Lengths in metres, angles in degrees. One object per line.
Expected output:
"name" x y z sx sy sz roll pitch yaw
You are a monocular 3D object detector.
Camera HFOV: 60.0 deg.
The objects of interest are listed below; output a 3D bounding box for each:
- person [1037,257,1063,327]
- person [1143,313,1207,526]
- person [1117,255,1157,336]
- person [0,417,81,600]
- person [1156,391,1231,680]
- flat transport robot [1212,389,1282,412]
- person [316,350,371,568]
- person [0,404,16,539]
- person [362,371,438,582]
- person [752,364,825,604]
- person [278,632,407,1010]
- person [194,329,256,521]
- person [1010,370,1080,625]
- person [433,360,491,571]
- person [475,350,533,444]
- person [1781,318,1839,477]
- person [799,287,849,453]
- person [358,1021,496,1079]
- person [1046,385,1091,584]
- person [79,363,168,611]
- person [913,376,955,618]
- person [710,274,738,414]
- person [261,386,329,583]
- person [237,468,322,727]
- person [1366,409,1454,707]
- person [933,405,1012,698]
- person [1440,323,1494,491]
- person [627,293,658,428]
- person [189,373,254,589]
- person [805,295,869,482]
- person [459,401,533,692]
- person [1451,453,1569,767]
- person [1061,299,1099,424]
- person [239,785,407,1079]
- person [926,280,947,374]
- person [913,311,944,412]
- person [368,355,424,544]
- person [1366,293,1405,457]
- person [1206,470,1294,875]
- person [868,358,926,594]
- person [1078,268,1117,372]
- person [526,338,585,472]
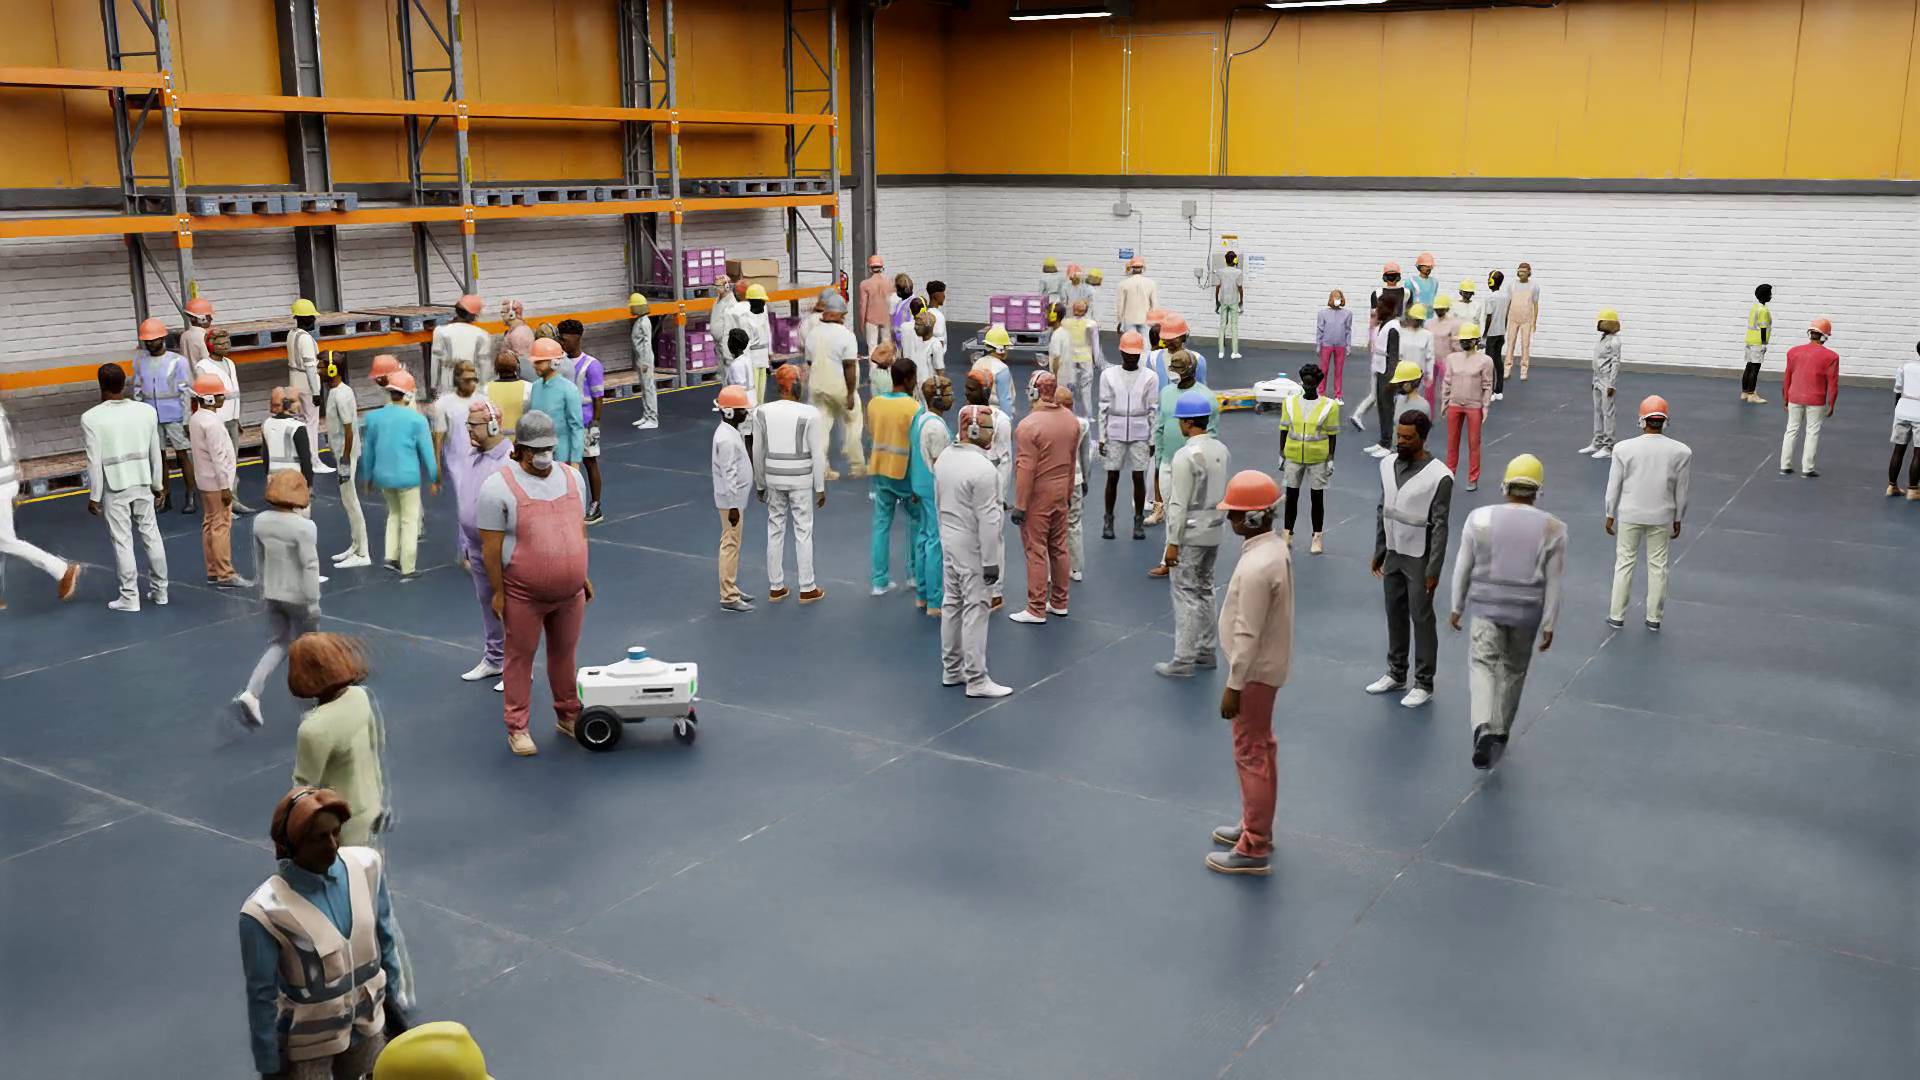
"person" 1.551 -4.172 29.621 0.512 1.697 0.866 -9 16 -33
"person" 1.991 -1.112 15.635 0.614 2.037 0.380 7 15 28
"person" 2.704 -3.358 25.478 0.622 1.990 0.402 -1 13 -6
"person" -7.341 -0.365 12.818 0.841 1.855 0.590 -5 14 -19
"person" 1.575 -0.037 11.203 0.419 1.932 0.622 10 16 36
"flat transport robot" 3.938 -1.964 23.204 1.431 0.197 0.652 -5 14 -21
"person" -5.264 -0.691 14.182 0.309 1.868 0.535 -5 14 -21
"person" -8.561 -0.648 14.502 0.515 1.636 0.315 -9 16 -34
"person" -4.627 -0.527 13.772 0.626 1.728 0.453 3 13 11
"person" -1.331 -0.435 13.032 0.584 1.884 0.337 4 14 16
"person" -2.589 1.156 6.718 0.676 1.607 0.527 0 13 1
"person" -7.151 -1.121 16.094 0.377 1.844 0.569 1 13 4
"person" 0.606 -0.321 12.494 0.407 1.906 0.654 11 17 40
"person" -4.032 -0.587 13.836 0.832 1.810 0.537 12 17 41
"person" -3.852 -0.722 14.371 0.622 1.847 0.429 -1 13 -6
"person" 9.307 -1.553 18.207 0.351 1.739 0.575 -12 17 -41
"person" -1.606 -1.983 19.407 0.685 2.000 0.980 10 16 36
"person" -1.083 1.830 3.497 0.336 1.761 0.524 -4 13 -15
"person" 0.834 -0.455 13.676 0.517 1.632 0.314 -4 14 -17
"person" -6.426 -0.405 12.832 0.371 1.916 0.597 8 15 32
"person" -0.180 -0.331 12.670 0.343 1.847 0.506 -4 14 -17
"person" -3.202 -2.669 22.704 0.398 1.898 0.648 -7 15 -28
"person" -5.478 -0.440 13.602 0.515 1.636 0.315 7 15 29
"person" -4.133 0.375 10.111 0.515 1.610 0.582 6 14 23
"person" 2.893 0.103 10.651 0.389 1.912 0.590 -7 15 -27
"person" 0.089 0.068 10.813 0.399 1.905 0.642 -7 15 -28
"person" 5.304 -1.396 17.466 0.533 1.768 0.310 10 16 37
"person" -4.112 -2.312 21.500 0.322 1.738 0.488 -5 14 -19
"person" -6.035 -0.483 13.529 0.326 1.752 0.560 -10 17 -38
"person" -1.283 -1.663 18.021 0.697 2.000 0.850 9 16 34
"person" -3.076 0.037 10.943 0.643 1.908 0.408 11 17 41
"person" 3.139 0.415 9.552 0.619 1.798 0.826 4 14 16
"person" 1.569 -2.341 21.843 0.524 1.636 0.308 4 14 18
"person" -1.940 1.521 5.105 0.313 1.633 0.520 7 15 29
"person" -0.341 -2.284 20.906 0.375 1.958 0.599 -6 14 -25
"person" -0.355 -1.543 17.925 0.330 1.844 0.520 -7 15 -27
"person" -5.085 -0.812 15.010 0.396 1.722 0.571 -5 14 -20
"person" 5.018 -1.919 19.477 0.389 1.912 0.657 1 13 5
"person" 1.426 0.637 8.162 0.395 1.988 0.623 4 14 17
"person" -0.462 -0.523 13.380 0.632 1.893 0.725 9 16 34
"person" 2.140 -3.562 27.025 0.873 1.675 0.497 -1 13 -5
"person" -3.406 -0.703 13.957 0.623 1.992 0.396 11 17 39
